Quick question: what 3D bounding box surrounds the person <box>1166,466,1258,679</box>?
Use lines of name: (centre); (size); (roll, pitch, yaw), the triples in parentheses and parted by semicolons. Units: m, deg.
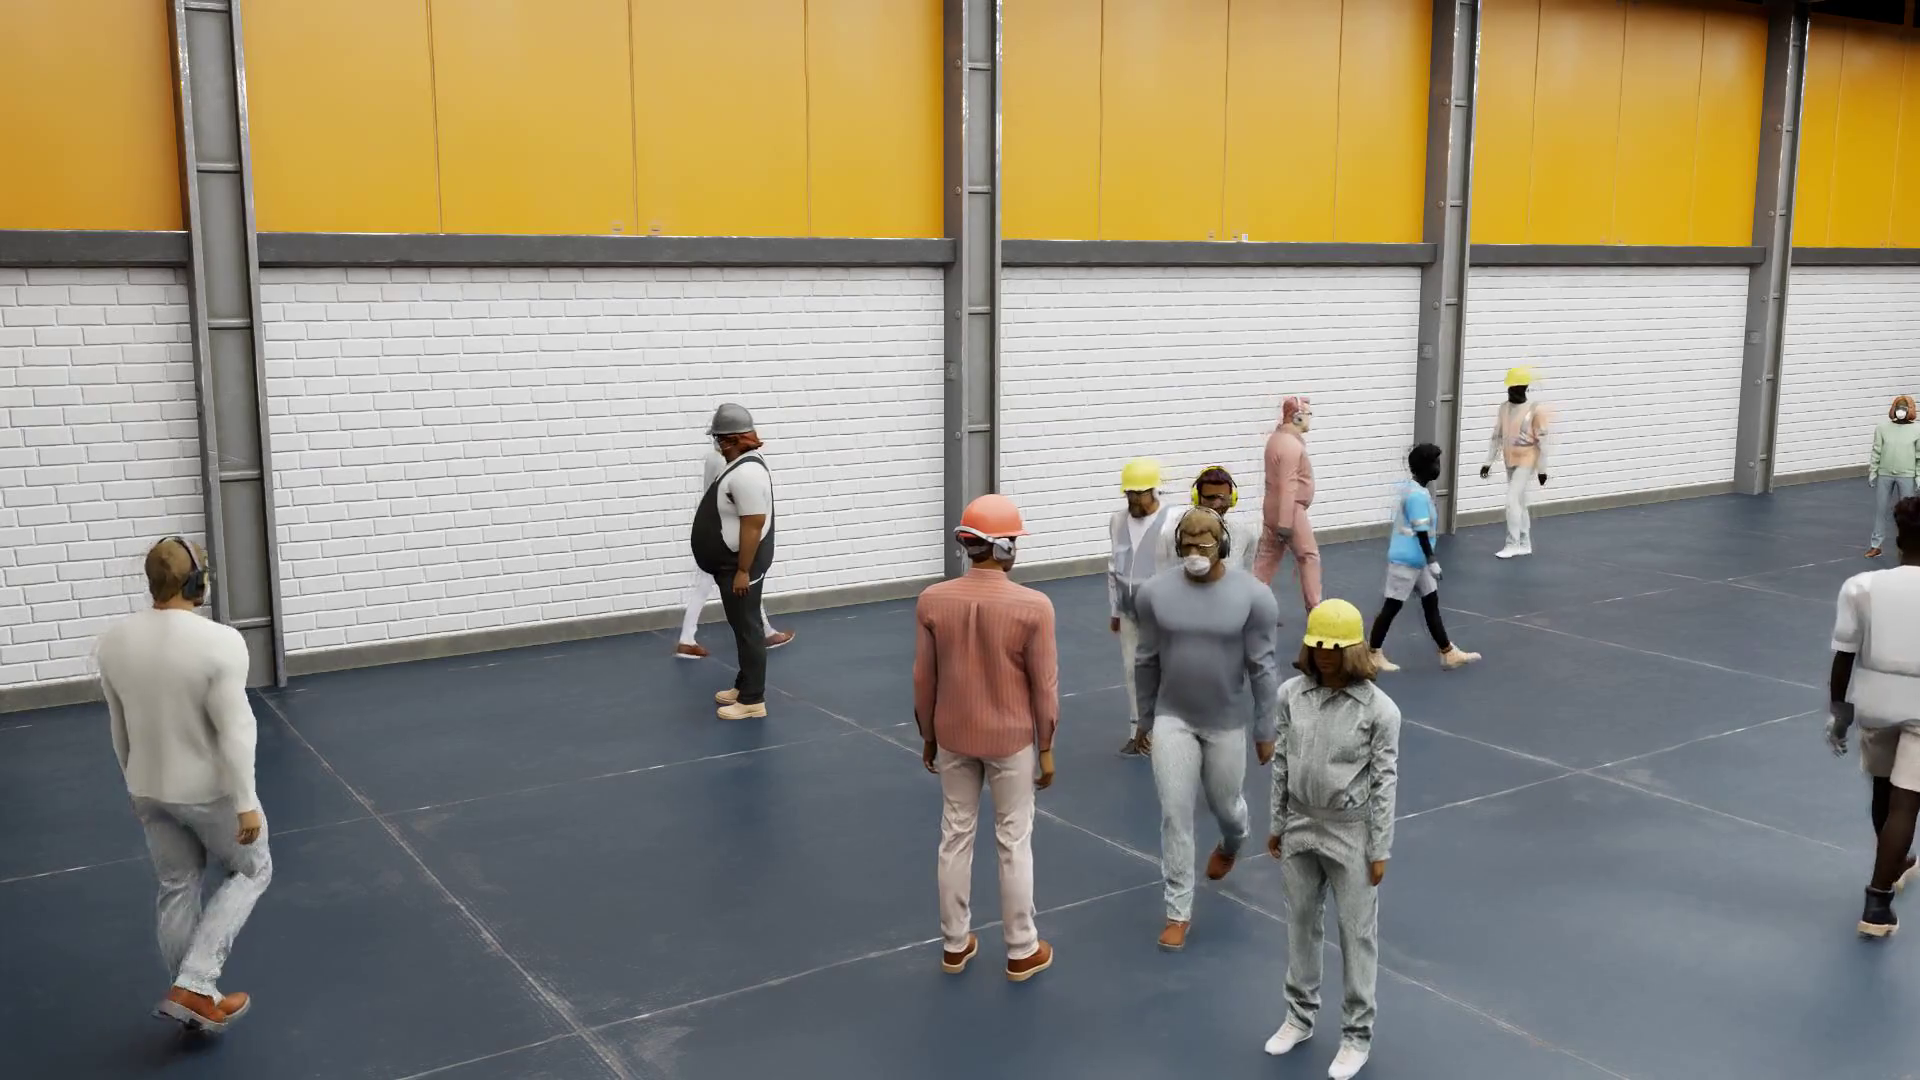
person: (1.337, 0.534, 8.851); (0.563, 1.865, 0.363); (0, 9, -1)

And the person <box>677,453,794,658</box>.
person: (-1.736, -0.035, 12.396); (0.984, 1.817, 0.540); (-8, 13, -41)

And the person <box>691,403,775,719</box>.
person: (-1.466, 0.126, 10.749); (0.538, 2.000, 0.689); (-1, 10, -8)

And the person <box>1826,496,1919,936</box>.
person: (4.226, 0.749, 7.406); (1.021, 1.915, 0.609); (-8, 13, -41)

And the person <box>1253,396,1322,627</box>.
person: (2.705, -0.200, 13.225); (0.880, 1.875, 0.663); (-1, 9, -4)

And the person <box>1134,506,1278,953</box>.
person: (1.095, 0.768, 7.333); (0.637, 1.908, 0.888); (3, 10, 19)

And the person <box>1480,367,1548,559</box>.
person: (5.469, -0.755, 16.486); (0.721, 1.905, 0.601); (-3, 10, -19)

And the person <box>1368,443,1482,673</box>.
person: (3.299, 0.145, 11.784); (0.854, 1.657, 0.543); (4, 10, 20)

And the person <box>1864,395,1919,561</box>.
person: (9.254, -0.616, 16.437); (0.500, 1.636, 0.281); (8, 13, 41)

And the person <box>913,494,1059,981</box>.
person: (0.113, 0.805, 6.804); (0.612, 1.991, 0.392); (4, 10, 21)

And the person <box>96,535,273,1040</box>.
person: (-2.867, 0.934, 6.218); (0.653, 1.926, 0.432); (3, 10, 15)

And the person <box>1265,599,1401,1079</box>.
person: (1.327, 1.064, 6.007); (0.486, 1.741, 0.316); (8, 13, 41)

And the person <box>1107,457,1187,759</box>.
person: (1.166, 0.391, 9.892); (0.599, 1.802, 0.621); (8, 12, 40)
